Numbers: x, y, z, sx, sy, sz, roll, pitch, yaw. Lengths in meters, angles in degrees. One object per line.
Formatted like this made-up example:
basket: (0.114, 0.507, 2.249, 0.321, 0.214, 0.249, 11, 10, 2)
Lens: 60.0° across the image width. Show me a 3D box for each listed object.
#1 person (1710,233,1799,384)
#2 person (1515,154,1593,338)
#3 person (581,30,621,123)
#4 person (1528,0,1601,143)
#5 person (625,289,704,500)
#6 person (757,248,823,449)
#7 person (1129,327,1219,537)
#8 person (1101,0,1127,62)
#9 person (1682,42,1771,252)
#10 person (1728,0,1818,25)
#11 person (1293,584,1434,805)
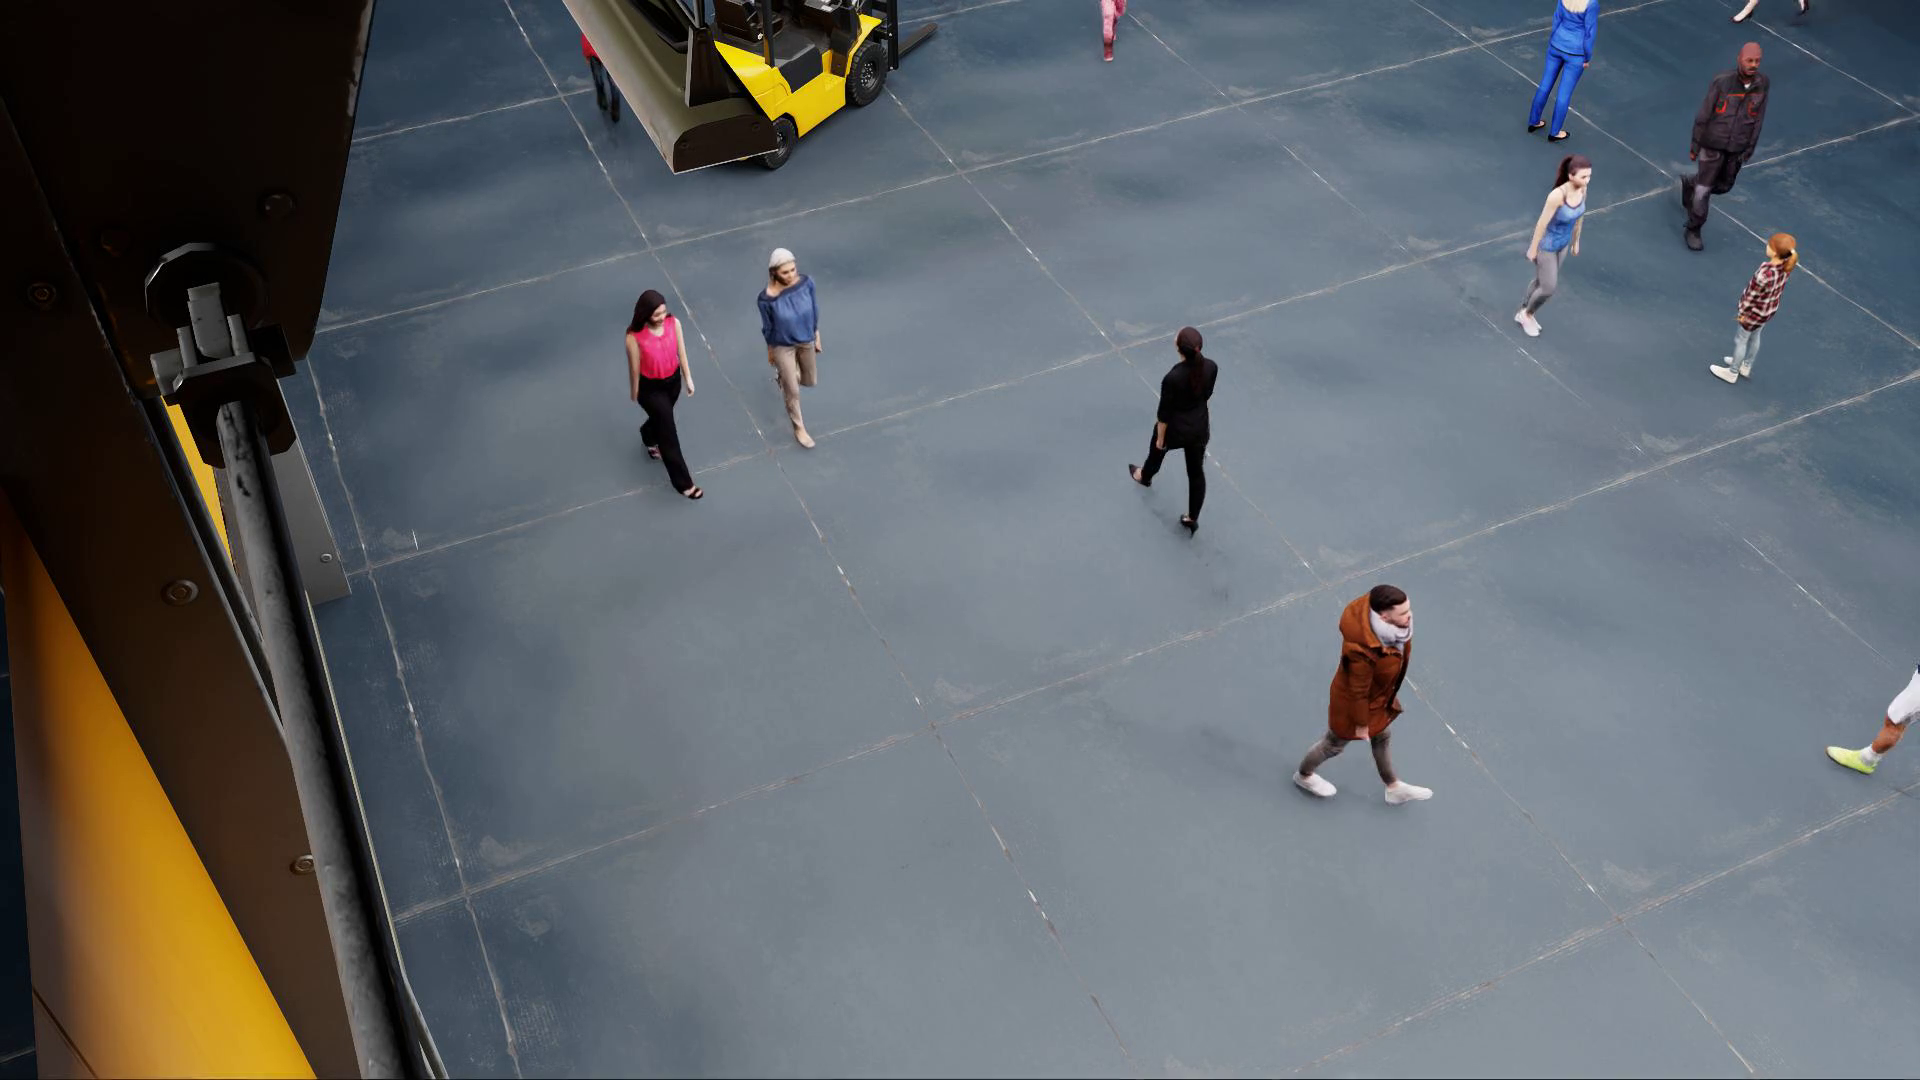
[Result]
person: (6.188, -1.799, 12.863, 0.537, 1.304, 0.528, -22, 48, -22)
person: (4.668, -2.379, 13.259, 0.618, 1.598, 0.615, -24, 49, -23)
person: (-3.382, -4.605, 15.810, 0.571, 1.302, 0.715, -13, 45, -13)
person: (5.634, -4.530, 15.442, 0.713, 1.701, 0.546, -26, 49, -25)
person: (-2.186, -1.119, 11.920, 1.123, 1.619, 0.869, 33, 53, 30)
person: (-1.282, -1.471, 12.245, 0.706, 1.682, 0.908, -26, 49, -25)
person: (1.580, -0.695, 11.470, 0.631, 1.627, 1.005, -16, 46, -16)
person: (1.564, -5.663, 16.828, 0.781, 1.429, 1.033, -3, 44, -3)
person: (6.497, -3.434, 14.220, 0.972, 1.799, 1.160, 0, 44, 0)
person: (8.538, -6.095, 17.070, 0.996, 1.722, 1.042, 5, 44, 5)
person: (2.241, 0.901, 9.669, 1.187, 1.801, 1.079, 20, 47, 19)
